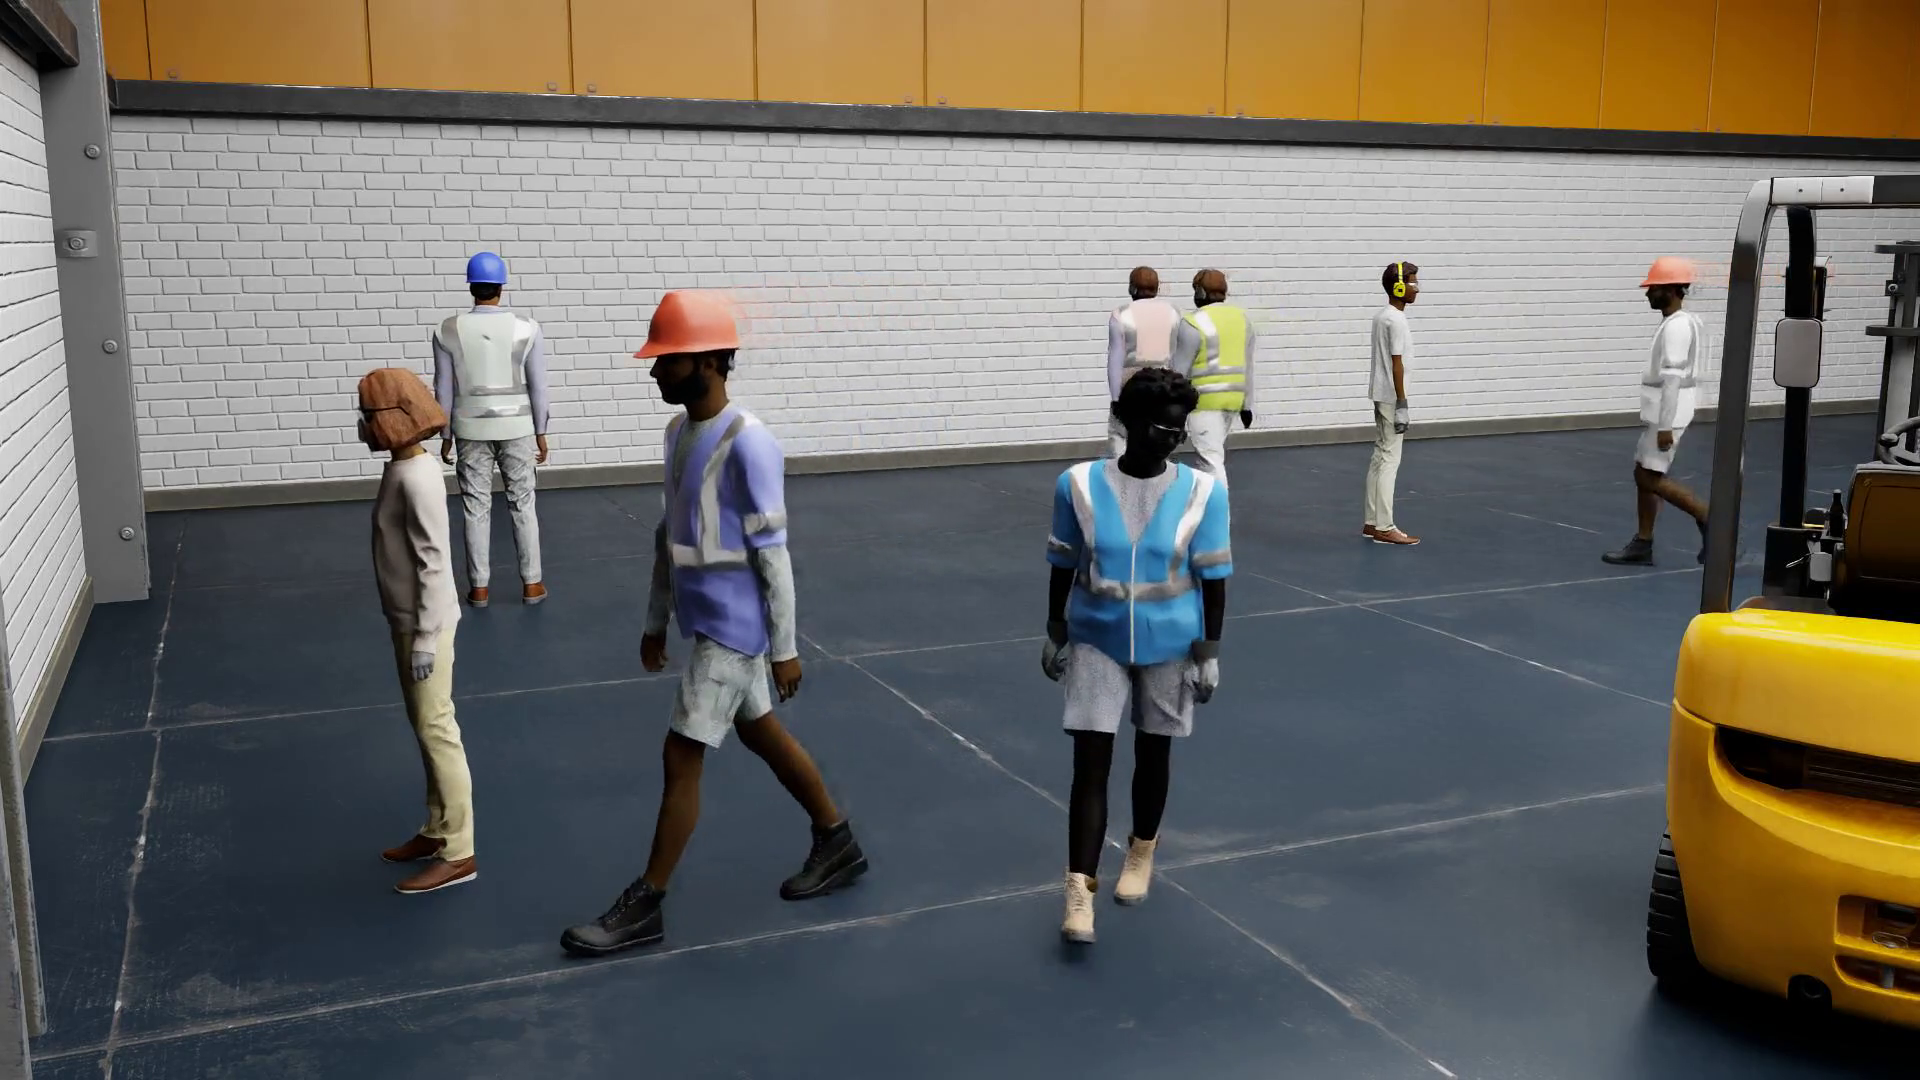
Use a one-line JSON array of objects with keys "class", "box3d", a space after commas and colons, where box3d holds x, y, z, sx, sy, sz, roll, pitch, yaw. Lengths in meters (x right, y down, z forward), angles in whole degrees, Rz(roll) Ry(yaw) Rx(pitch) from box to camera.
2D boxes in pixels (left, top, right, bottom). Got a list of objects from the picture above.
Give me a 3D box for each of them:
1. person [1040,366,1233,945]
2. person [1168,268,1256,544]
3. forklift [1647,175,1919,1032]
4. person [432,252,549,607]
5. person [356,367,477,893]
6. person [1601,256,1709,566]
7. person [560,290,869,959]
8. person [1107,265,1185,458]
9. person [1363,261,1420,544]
[{"class": "person", "box3d": [0.494, 0.335, 4.797, 0.564, 1.651, 0.805, 2, 10, 9]}, {"class": "person", "box3d": [1.604, -0.904, 11.171, 0.651, 1.815, 0.732, -8, 13, -39]}, {"class": "forklift", "box3d": [2.810, 0.094, 4.662, 1.214, 2.155, 2.313, 7, 12, 34]}, {"class": "person", "box3d": [-2.572, -0.600, 9.165, 0.606, 1.947, 0.406, -2, 11, -13]}, {"class": "person", "box3d": [-1.702, 0.278, 5.195, 0.268, 1.630, 0.507, -5, 11, -24]}, {"class": "person", "box3d": [4.359, -0.760, 10.135, 0.656, 1.917, 0.555, 4, 11, 20]}, {"class": "person", "box3d": [-0.681, 0.218, 4.851, 1.005, 1.886, 0.563, -6, 12, -29]}, {"class": "person", "box3d": [1.330, -1.069, 12.078, 0.629, 1.829, 0.451, -3, 11, -16]}, {"class": "person", "box3d": [2.894, -0.910, 11.087, 0.328, 1.872, 0.514, 0, 10, -1]}]
